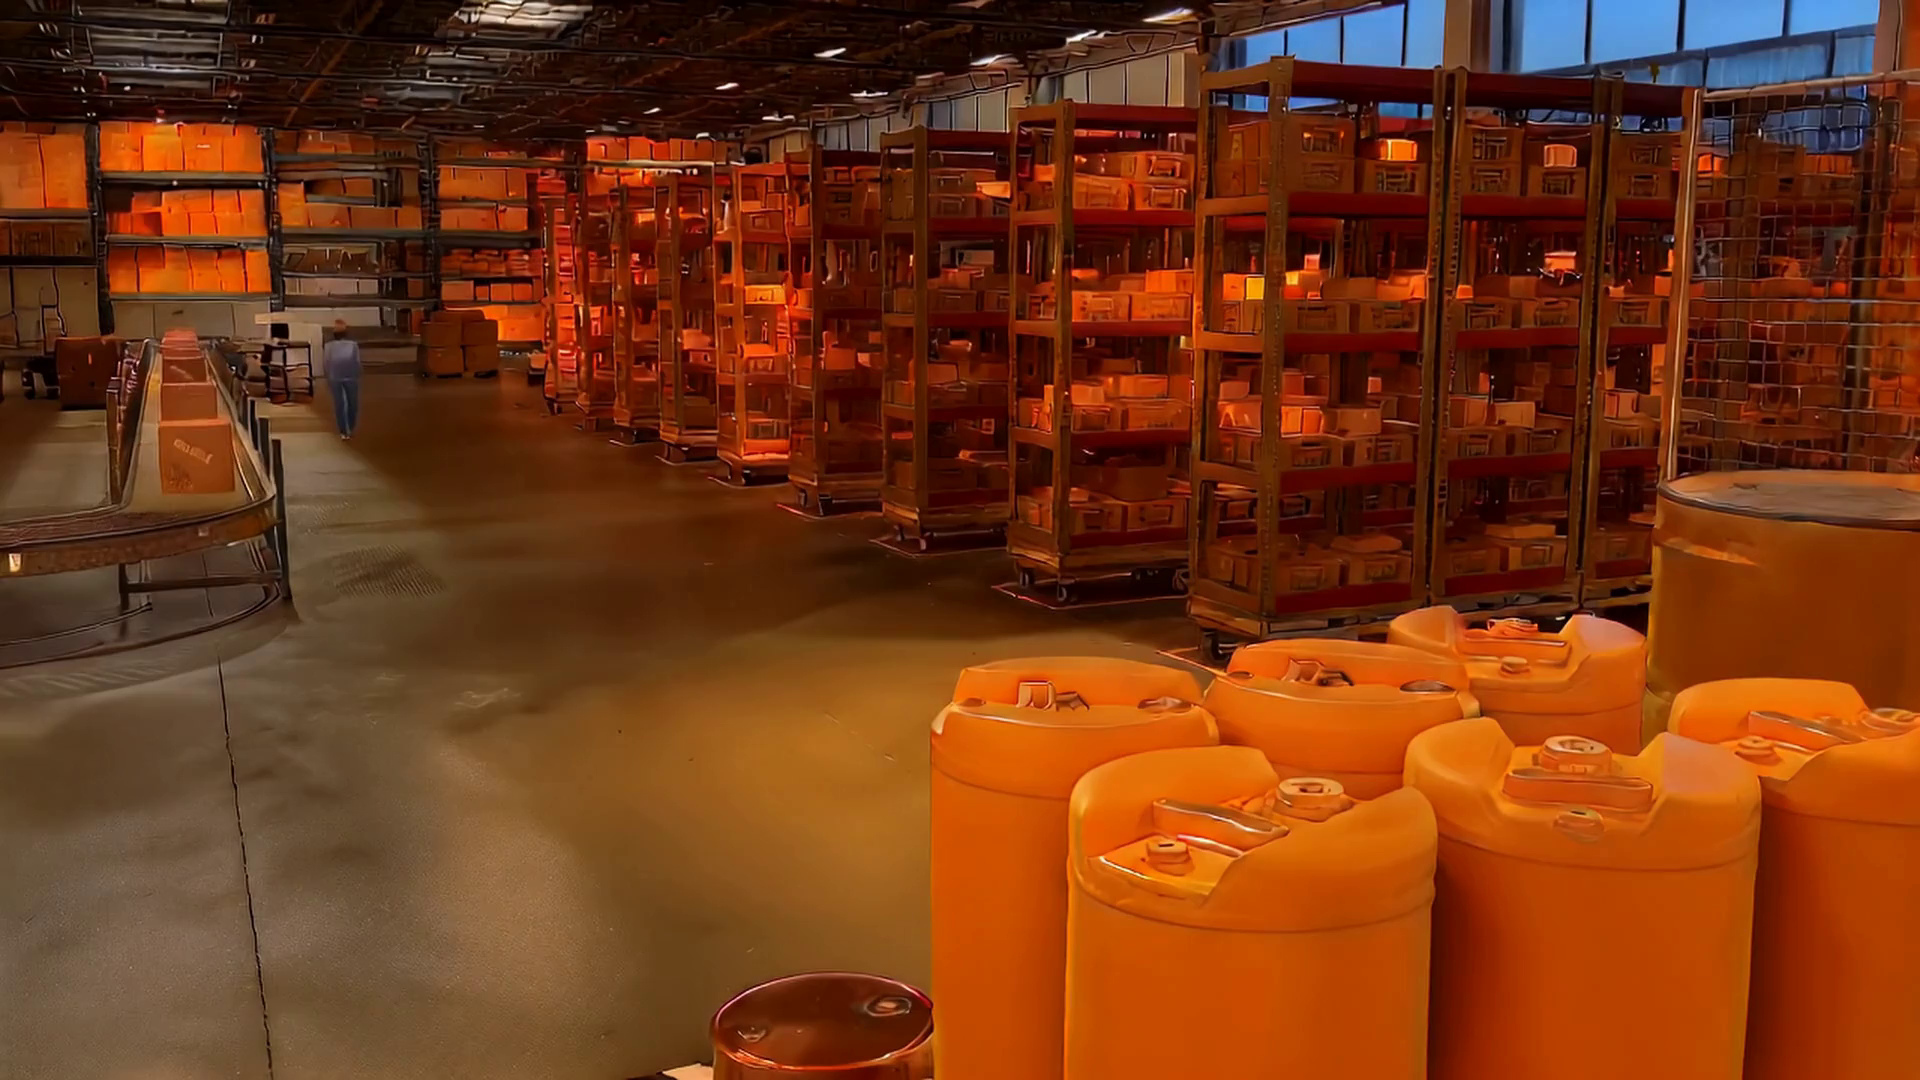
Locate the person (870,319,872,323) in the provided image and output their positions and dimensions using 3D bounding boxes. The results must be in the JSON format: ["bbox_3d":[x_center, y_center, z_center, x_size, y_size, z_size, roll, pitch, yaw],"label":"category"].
[{"bbox_3d":[-2.842,-6.868,52.186,0.327,1.752,0.563,2,9,14],"label":"person"}]

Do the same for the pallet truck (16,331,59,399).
[{"bbox_3d":[-17.082,-3.353,31.781,1.630,1.274,0.653,-4,10,-25],"label":"pallet truck"}]

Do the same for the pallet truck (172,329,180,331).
[{"bbox_3d":[-17.275,-3.851,35.096,1.601,1.201,0.680,0,9,1],"label":"pallet truck"}]

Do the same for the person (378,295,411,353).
[{"bbox_3d":[-16.965,-6.435,49.632,0.943,1.708,0.532,-2,9,-12],"label":"person"}]

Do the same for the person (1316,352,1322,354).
[{"bbox_3d":[4.959,-2.042,22.005,0.600,1.825,0.484,-2,9,-15],"label":"person"}]

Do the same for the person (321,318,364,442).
[{"bbox_3d":[-8.805,-2.285,23.727,0.544,1.751,0.485,-4,10,-22],"label":"person"}]
